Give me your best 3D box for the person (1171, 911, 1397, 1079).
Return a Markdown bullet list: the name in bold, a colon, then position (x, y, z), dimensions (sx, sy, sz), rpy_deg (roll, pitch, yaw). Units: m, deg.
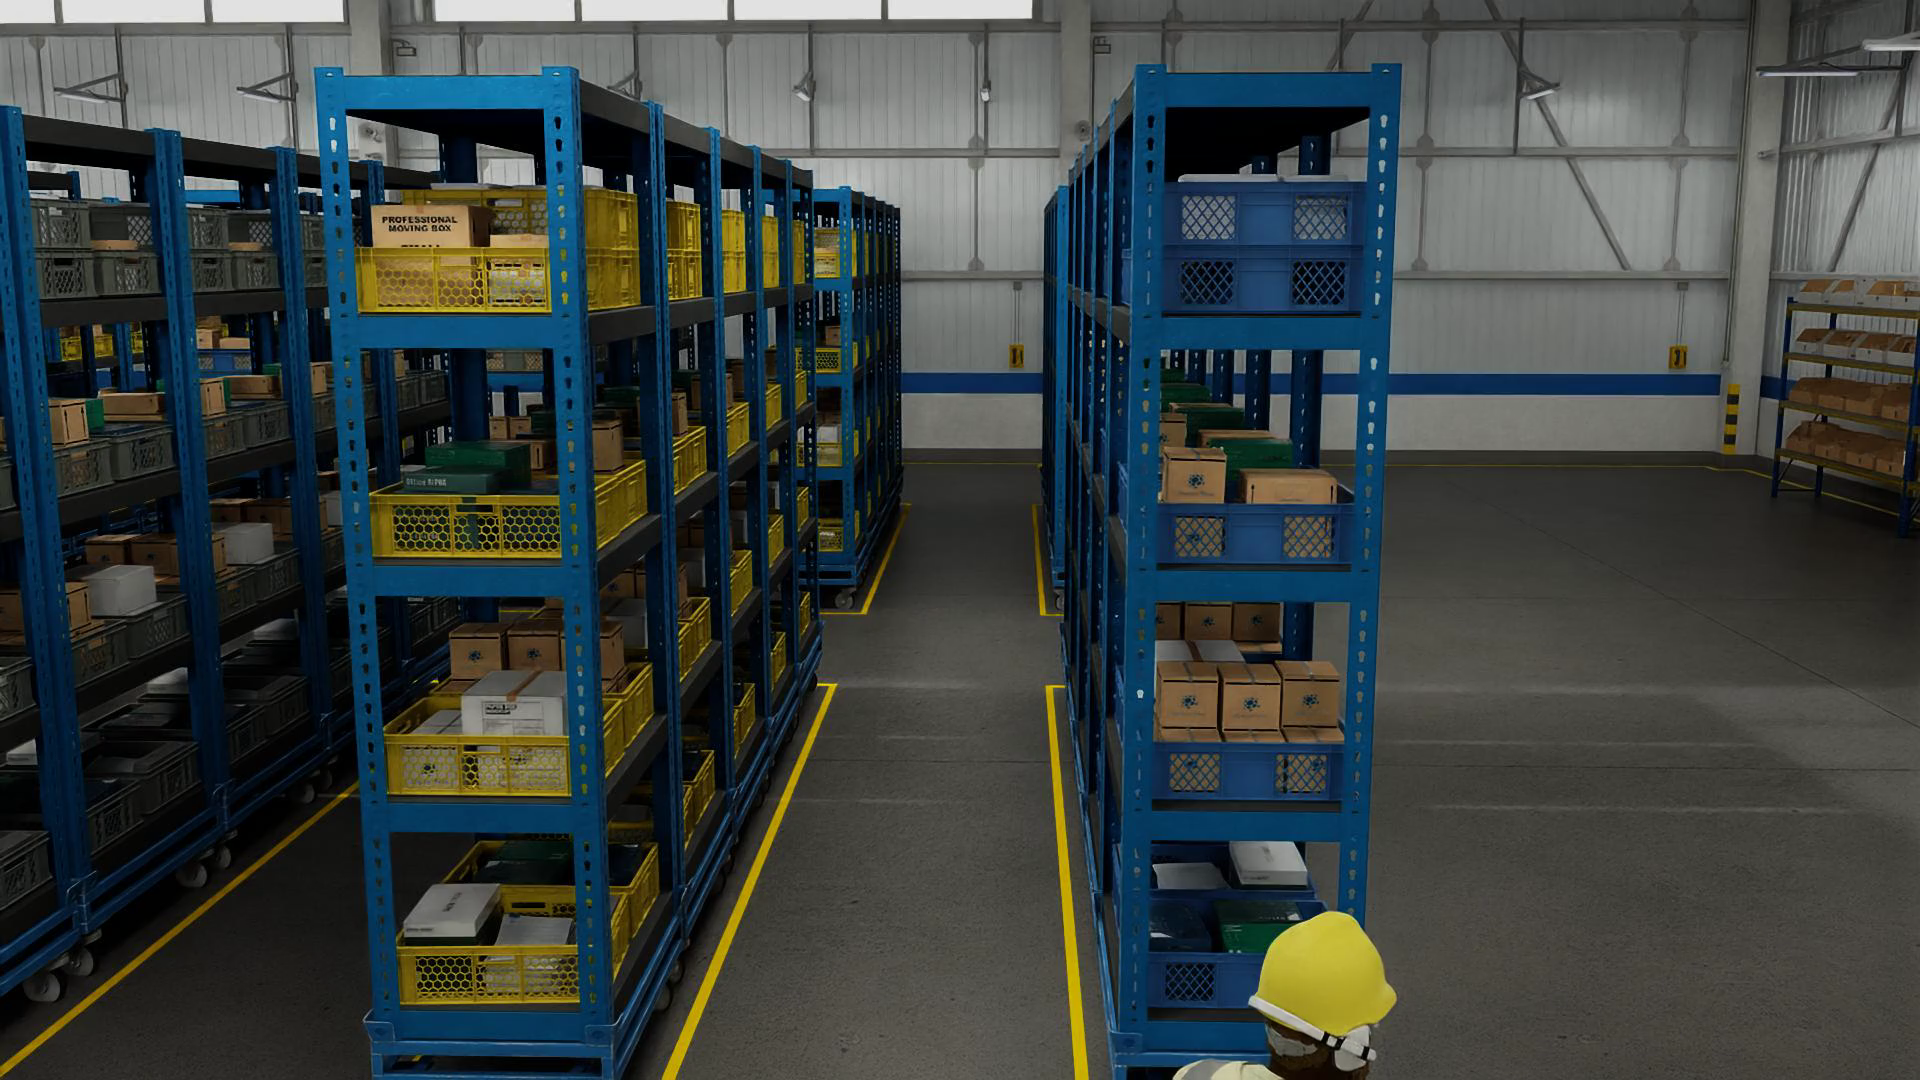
- **person**: position (0.660, 1.590, 3.176), dimensions (0.600, 1.831, 0.404), rpy_deg (9, 13, 41)
